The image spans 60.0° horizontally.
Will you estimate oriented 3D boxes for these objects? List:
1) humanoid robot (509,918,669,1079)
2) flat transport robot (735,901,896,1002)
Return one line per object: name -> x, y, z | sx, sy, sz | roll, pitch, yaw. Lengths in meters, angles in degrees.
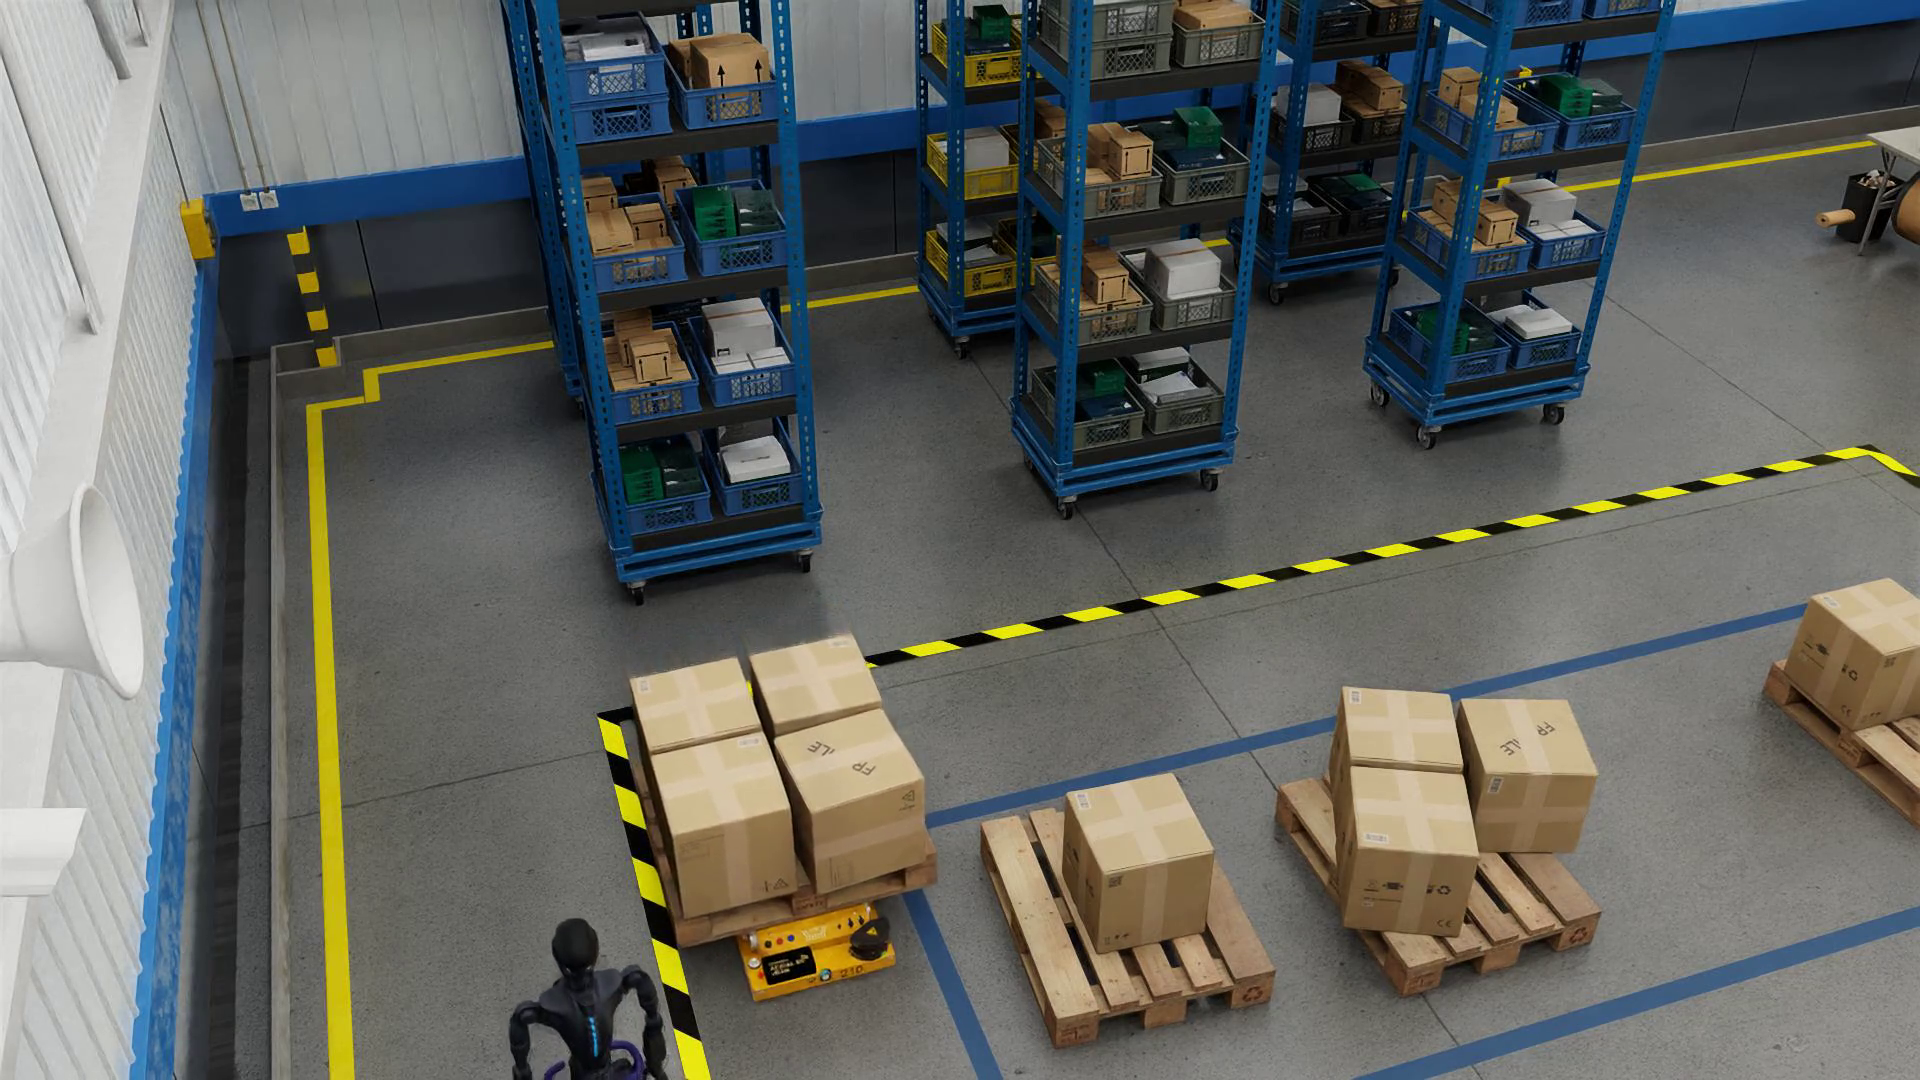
humanoid robot -> -1.358, 1.985, 6.056 | 0.604, 1.627, 0.764 | -18, 39, -23
flat transport robot -> -0.824, 1.510, 7.890 | 0.652, 0.197, 1.431 | -11, 37, -15
